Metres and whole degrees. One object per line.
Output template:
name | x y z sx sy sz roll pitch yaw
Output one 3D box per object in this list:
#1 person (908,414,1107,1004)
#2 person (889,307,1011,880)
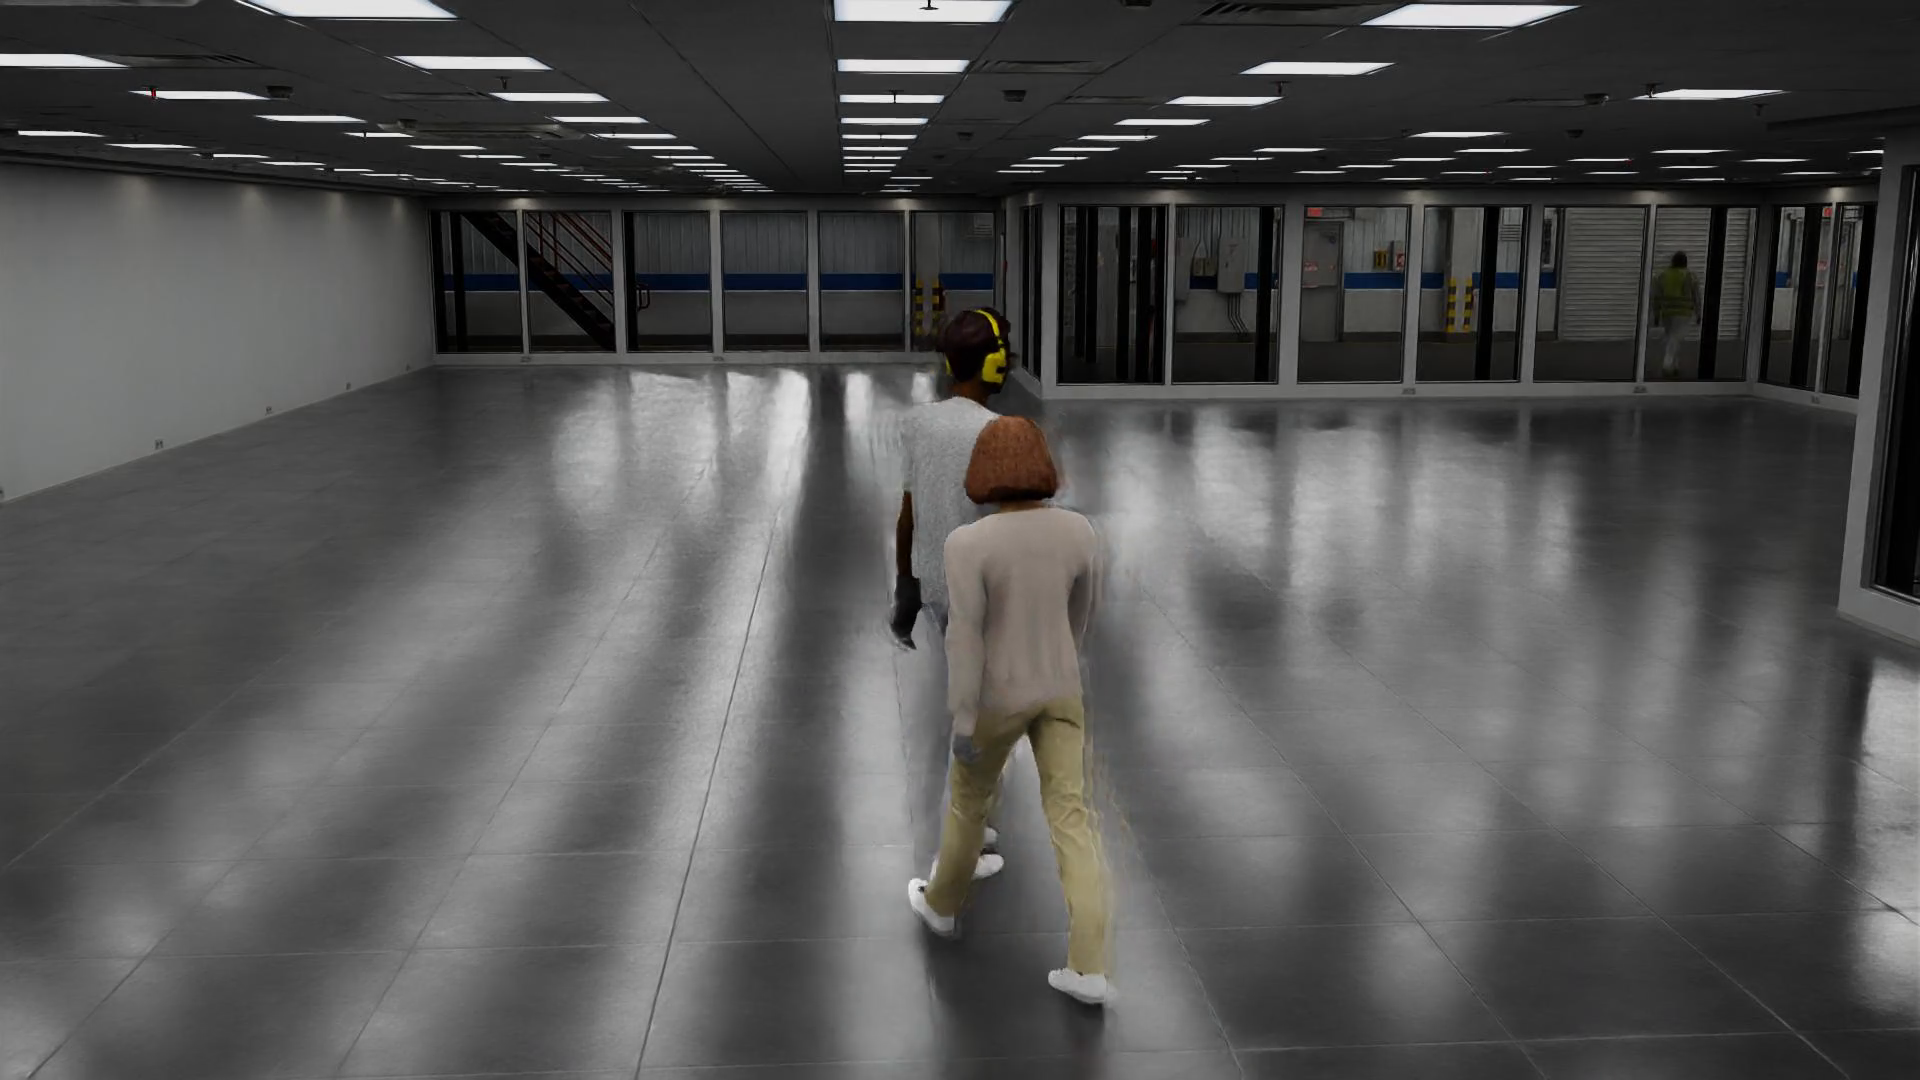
person | 0.158 0.443 4.661 0.515 1.582 0.875 -6 12 -29
person | 0.075 0.185 5.355 0.540 1.849 0.593 10 14 42
